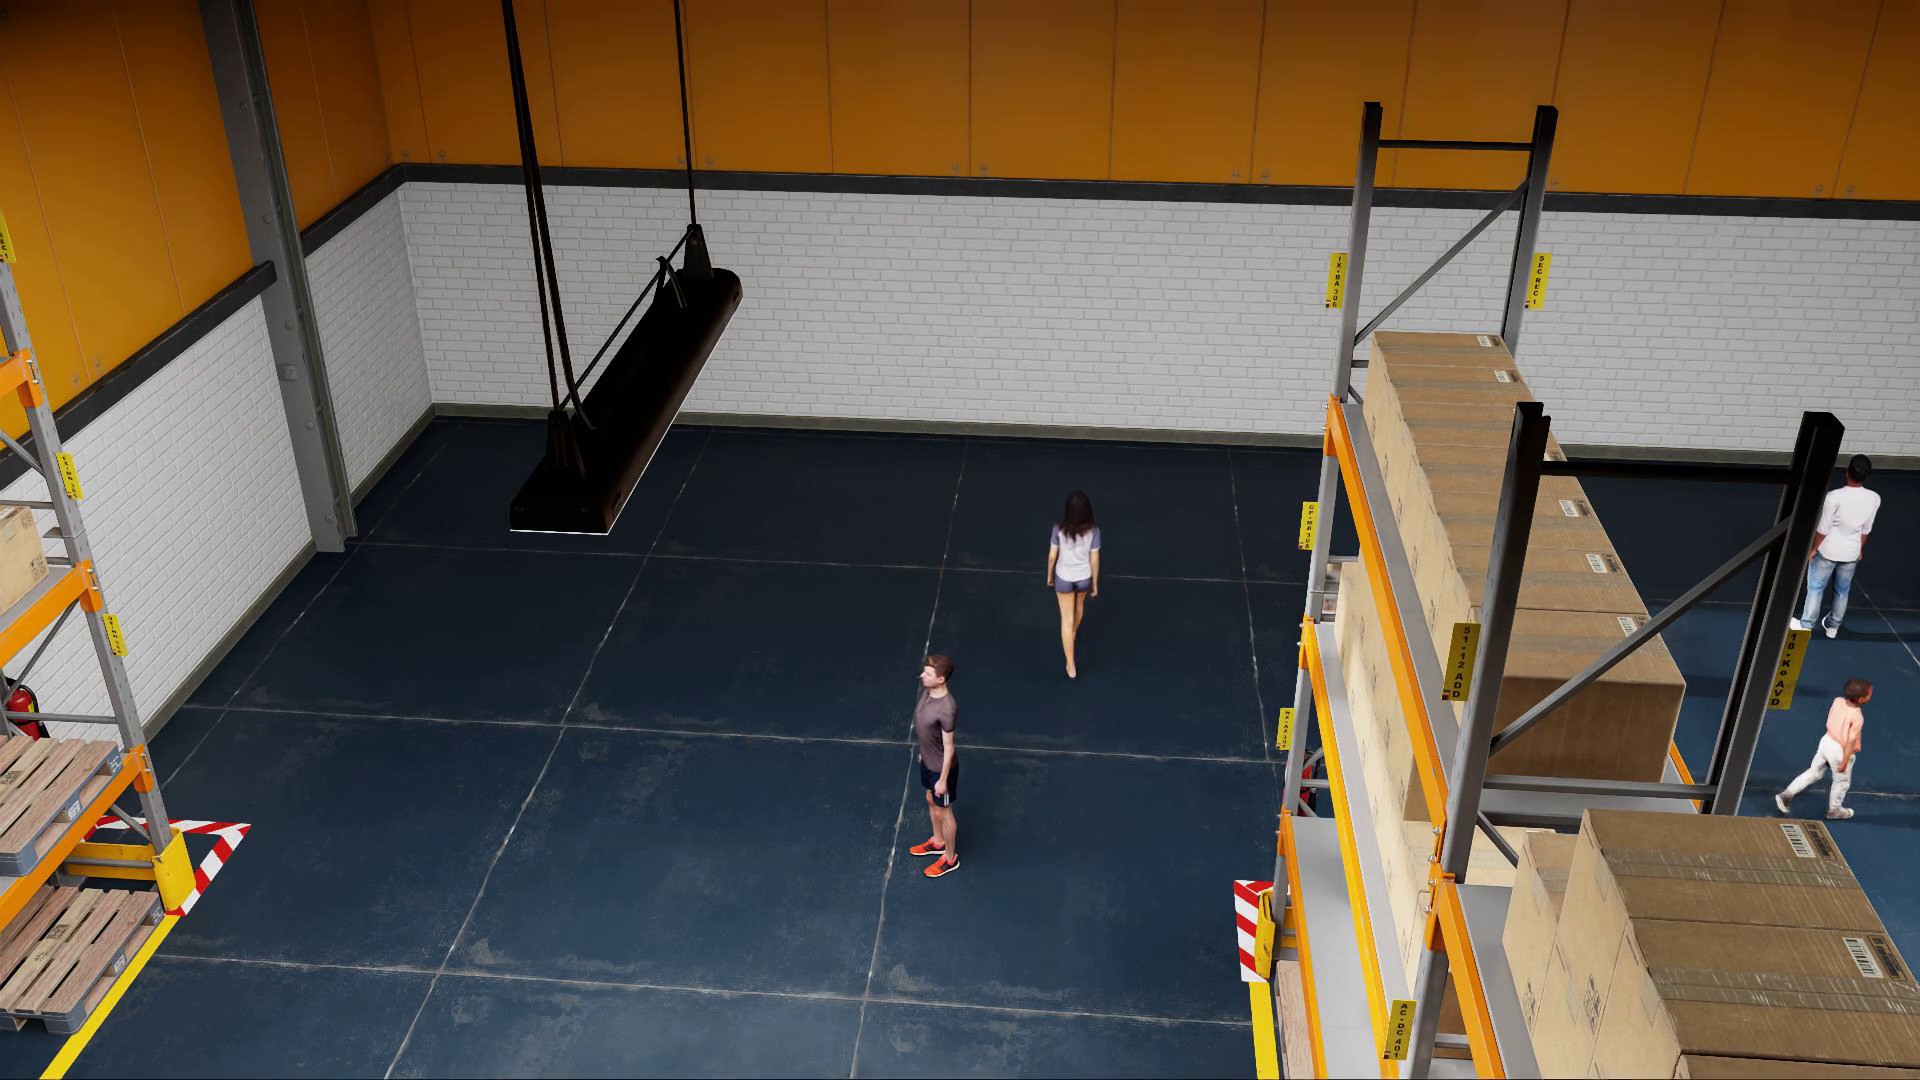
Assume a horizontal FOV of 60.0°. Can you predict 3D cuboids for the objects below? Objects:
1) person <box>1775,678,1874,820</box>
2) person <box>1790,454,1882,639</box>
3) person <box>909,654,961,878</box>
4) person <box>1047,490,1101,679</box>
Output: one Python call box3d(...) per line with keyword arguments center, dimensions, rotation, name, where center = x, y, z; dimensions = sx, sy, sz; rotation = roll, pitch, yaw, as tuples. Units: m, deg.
box3d(center=(6.707, 1.616, 12.835), dimensions=(0.696, 1.294, 0.846), rotation=(-5, 29, -9), name="person")
box3d(center=(7.994, 0.063, 15.136), dimensions=(0.634, 1.816, 0.566), rotation=(2, 29, 3), name="person")
box3d(center=(-0.155, 1.632, 12.221), dimensions=(0.782, 1.854, 0.646), rotation=(-11, 30, -19), name="person")
box3d(center=(0.996, 0.409, 14.641), dimensions=(0.694, 1.684, 1.157), rotation=(0, 29, -1), name="person")
